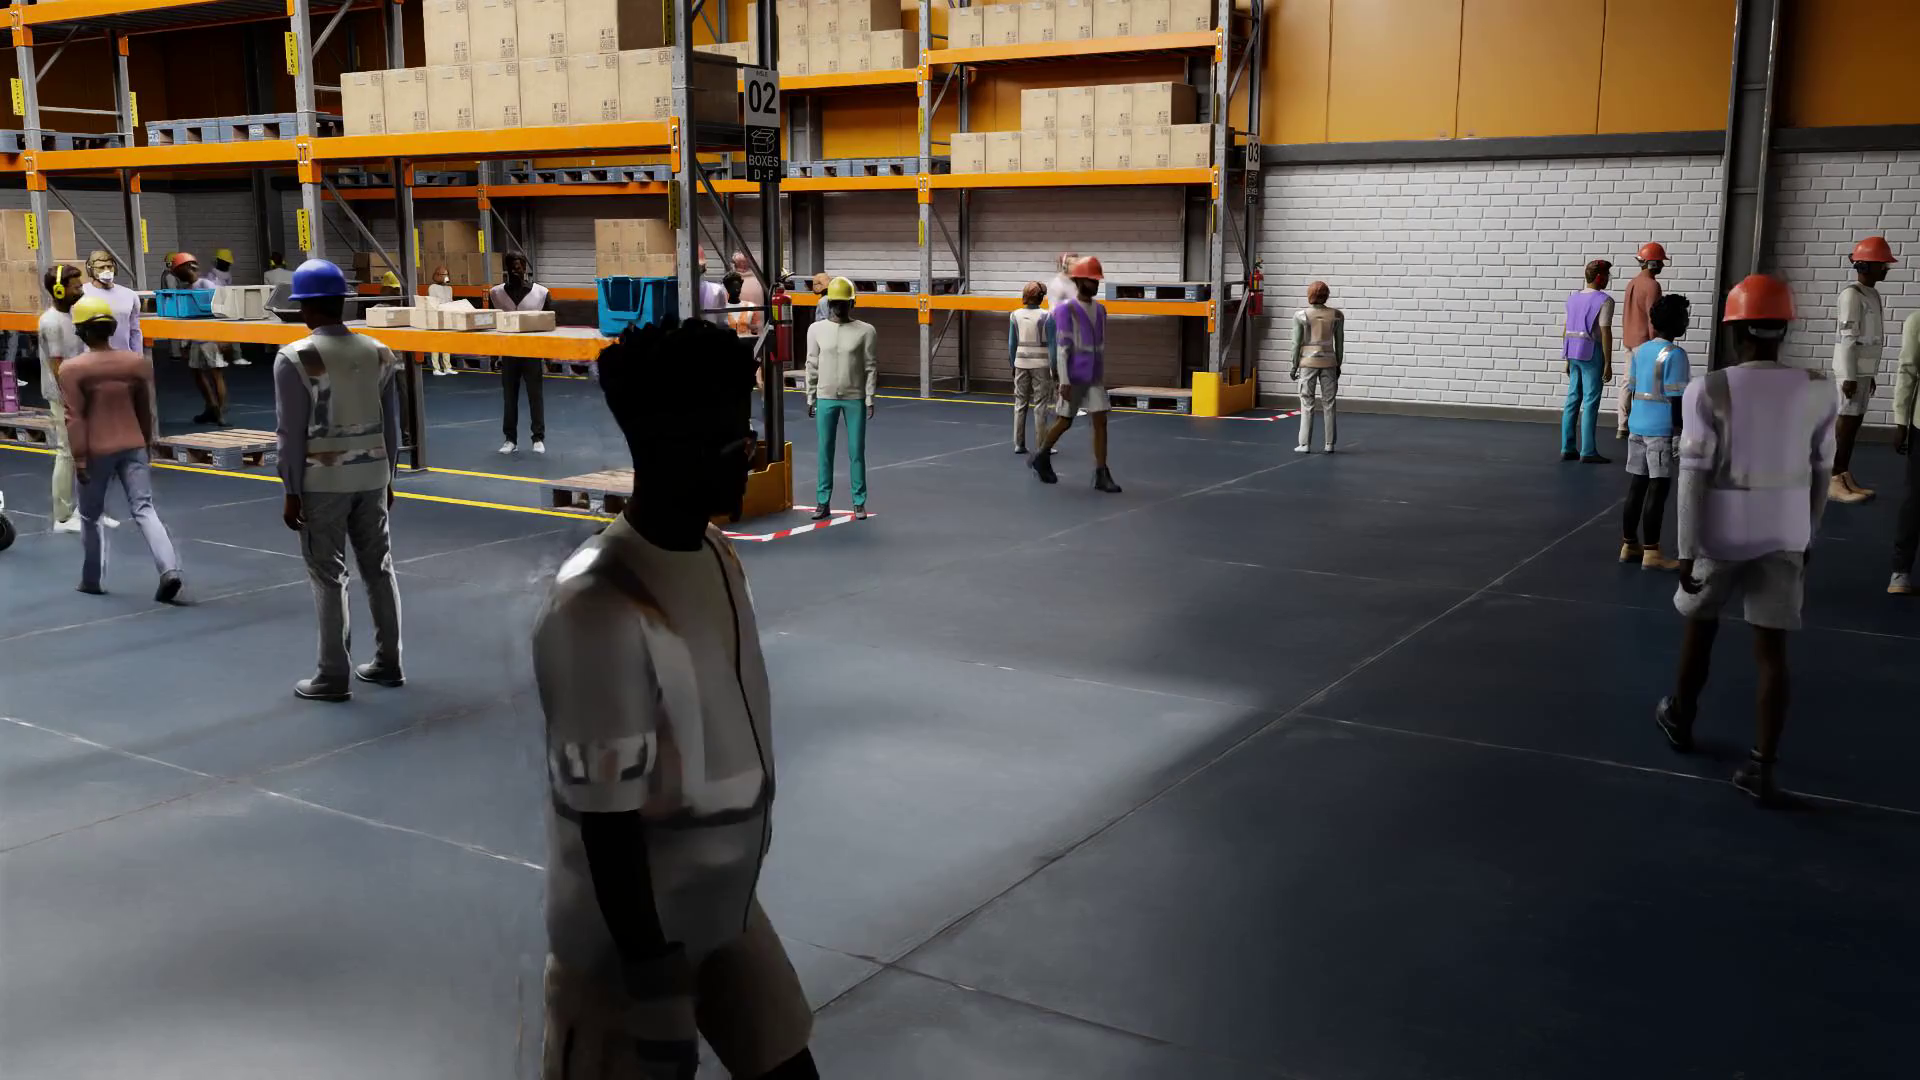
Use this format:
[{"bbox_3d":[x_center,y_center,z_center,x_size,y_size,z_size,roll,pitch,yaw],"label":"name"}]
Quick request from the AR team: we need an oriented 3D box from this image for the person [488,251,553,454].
[{"bbox_3d":[-4.174,-1.778,15.821,0.598,1.917,0.375,-1,10,-4],"label":"person"}]

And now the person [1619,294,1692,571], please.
[{"bbox_3d":[4.310,-0.663,10.255,0.317,1.695,0.540,-1,10,-5],"label":"person"}]

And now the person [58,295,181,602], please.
[{"bbox_3d":[-4.733,-0.507,9.332,0.900,1.732,0.528,8,13,36],"label":"person"}]

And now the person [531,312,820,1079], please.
[{"bbox_3d":[-0.446,0.588,2.741,0.981,1.912,0.616,3,11,16],"label":"person"}]

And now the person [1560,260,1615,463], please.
[{"bbox_3d":[5.713,-1.624,15.170,0.373,1.843,0.571,-4,11,-20],"label":"person"}]

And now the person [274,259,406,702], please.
[{"bbox_3d":[-2.758,-0.267,7.389,0.409,1.938,0.606,6,12,32],"label":"person"}]

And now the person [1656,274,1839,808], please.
[{"bbox_3d":[2.923,-0.032,6.222,0.558,1.888,0.970,2,10,11],"label":"person"}]

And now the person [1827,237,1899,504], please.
[{"bbox_3d":[6.973,-1.309,12.875,0.378,2.044,0.607,9,13,40],"label":"person"}]

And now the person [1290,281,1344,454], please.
[{"bbox_3d":[3.390,-1.633,15.799,0.515,1.636,0.314,-1,10,-4],"label":"person"}]

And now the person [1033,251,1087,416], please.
[{"bbox_3d":[1.173,-2.385,19.246,0.631,1.893,0.652,4,11,22],"label":"person"}]

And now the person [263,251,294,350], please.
[{"bbox_3d":[-10.860,-3.679,26.573,0.513,1.846,0.477,-7,12,-35],"label":"person"}]

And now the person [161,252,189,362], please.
[{"bbox_3d":[-13.121,-3.895,27.801,0.404,1.828,0.592,-6,12,-28],"label":"person"}]

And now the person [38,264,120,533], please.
[{"bbox_3d":[-6.067,-0.959,11.458,0.550,1.850,0.572,-2,11,-13],"label":"person"}]

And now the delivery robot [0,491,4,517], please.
[{"bbox_3d":[-6.481,-0.188,10.529,0.707,0.478,0.477,-2,10,-9],"label":"delivery robot"}]

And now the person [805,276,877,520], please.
[{"bbox_3d":[-0.862,-1.021,12.058,0.523,1.767,0.313,0,10,3],"label":"person"}]

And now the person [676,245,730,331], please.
[{"bbox_3d":[-2.341,-1.609,14.647,0.621,2.017,0.904,-6,12,-31],"label":"person"}]

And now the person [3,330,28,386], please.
[{"bbox_3d":[-13.204,-2.960,23.164,0.273,1.631,0.507,-4,11,-22],"label":"person"}]

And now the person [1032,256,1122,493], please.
[{"bbox_3d":[0.957,-1.364,13.589,0.553,1.910,0.935,-8,13,-36],"label":"person"}]

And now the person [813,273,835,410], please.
[{"bbox_3d":[-1.600,-2.354,19.799,0.289,1.633,0.501,1,10,7],"label":"person"}]

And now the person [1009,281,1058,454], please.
[{"bbox_3d":[0.694,-1.617,15.702,0.522,1.640,0.306,7,12,33],"label":"person"}]

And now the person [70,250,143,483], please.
[{"bbox_3d":[-7.143,-1.452,13.956,0.370,1.940,0.627,8,13,39],"label":"person"}]

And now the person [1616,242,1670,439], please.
[{"bbox_3d":[6.893,-1.989,16.774,0.389,1.996,0.612,-1,10,-3],"label":"person"}]

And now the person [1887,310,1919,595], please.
[{"bbox_3d":[5.628,-0.662,9.421,0.612,1.995,0.393,4,11,20],"label":"person"}]

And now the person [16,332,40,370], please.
[{"bbox_3d":[-14.715,-3.579,26.093,0.509,1.835,0.602,-7,12,-33],"label":"person"}]

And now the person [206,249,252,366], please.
[{"bbox_3d":[-11.732,-3.700,26.583,0.798,1.869,0.611,3,11,17],"label":"person"}]

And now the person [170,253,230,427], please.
[{"bbox_3d":[-8.238,-2.173,18.129,0.682,1.884,0.370,6,12,29],"label":"person"}]

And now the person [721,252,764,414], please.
[{"bbox_3d":[-2.432,-2.316,18.881,0.654,1.889,0.713,-6,12,-31],"label":"person"}]

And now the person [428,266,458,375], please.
[{"bbox_3d":[-7.784,-3.290,25.011,0.277,1.629,0.497,5,11,25],"label":"person"}]

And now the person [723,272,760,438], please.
[{"bbox_3d":[-2.307,-1.886,17.033,0.540,1.696,0.315,-3,11,-18],"label":"person"}]

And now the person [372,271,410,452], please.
[{"bbox_3d":[-5.312,-1.661,15.679,0.486,1.737,0.346,-10,14,-44],"label":"person"}]
